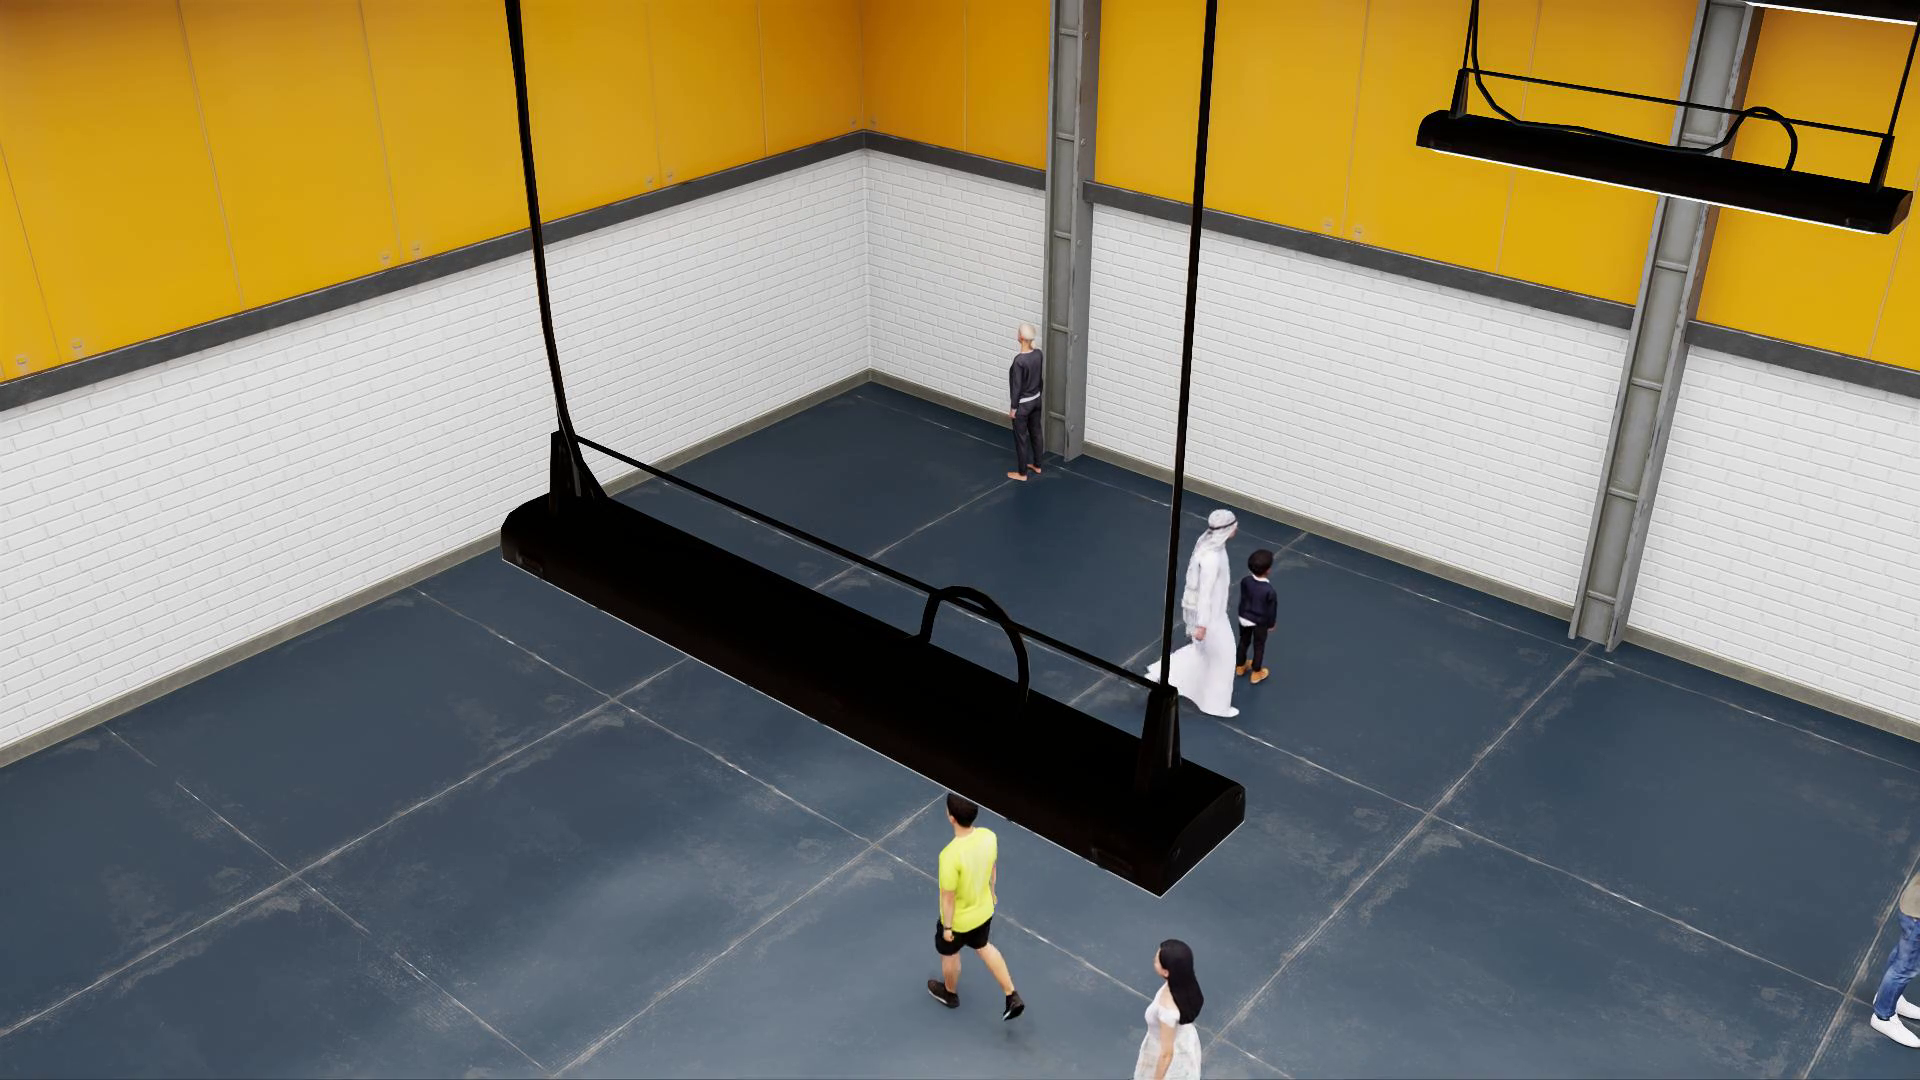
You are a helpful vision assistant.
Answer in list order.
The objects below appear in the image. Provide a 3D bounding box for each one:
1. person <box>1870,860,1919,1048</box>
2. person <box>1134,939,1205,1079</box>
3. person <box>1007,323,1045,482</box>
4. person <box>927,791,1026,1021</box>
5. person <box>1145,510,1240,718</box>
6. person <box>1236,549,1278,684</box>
[{"bbox_3d":[6.036,2.295,10.392,0.614,1.866,0.719,18,33,29],"label":"person"},{"bbox_3d":[1.173,2.940,9.305,0.711,1.774,0.710,13,31,23],"label":"person"},{"bbox_3d":[0.698,-1.463,17.428,0.538,1.726,0.618,25,37,38],"label":"person"},{"bbox_3d":[0.105,2.355,10.469,0.693,1.688,0.999,-24,37,-37],"label":"person"},{"bbox_3d":[1.918,0.600,13.464,1.157,1.900,1.018,4,29,7],"label":"person"},{"bbox_3d":[2.499,0.637,14.104,0.436,1.222,0.573,25,37,38],"label":"person"}]
